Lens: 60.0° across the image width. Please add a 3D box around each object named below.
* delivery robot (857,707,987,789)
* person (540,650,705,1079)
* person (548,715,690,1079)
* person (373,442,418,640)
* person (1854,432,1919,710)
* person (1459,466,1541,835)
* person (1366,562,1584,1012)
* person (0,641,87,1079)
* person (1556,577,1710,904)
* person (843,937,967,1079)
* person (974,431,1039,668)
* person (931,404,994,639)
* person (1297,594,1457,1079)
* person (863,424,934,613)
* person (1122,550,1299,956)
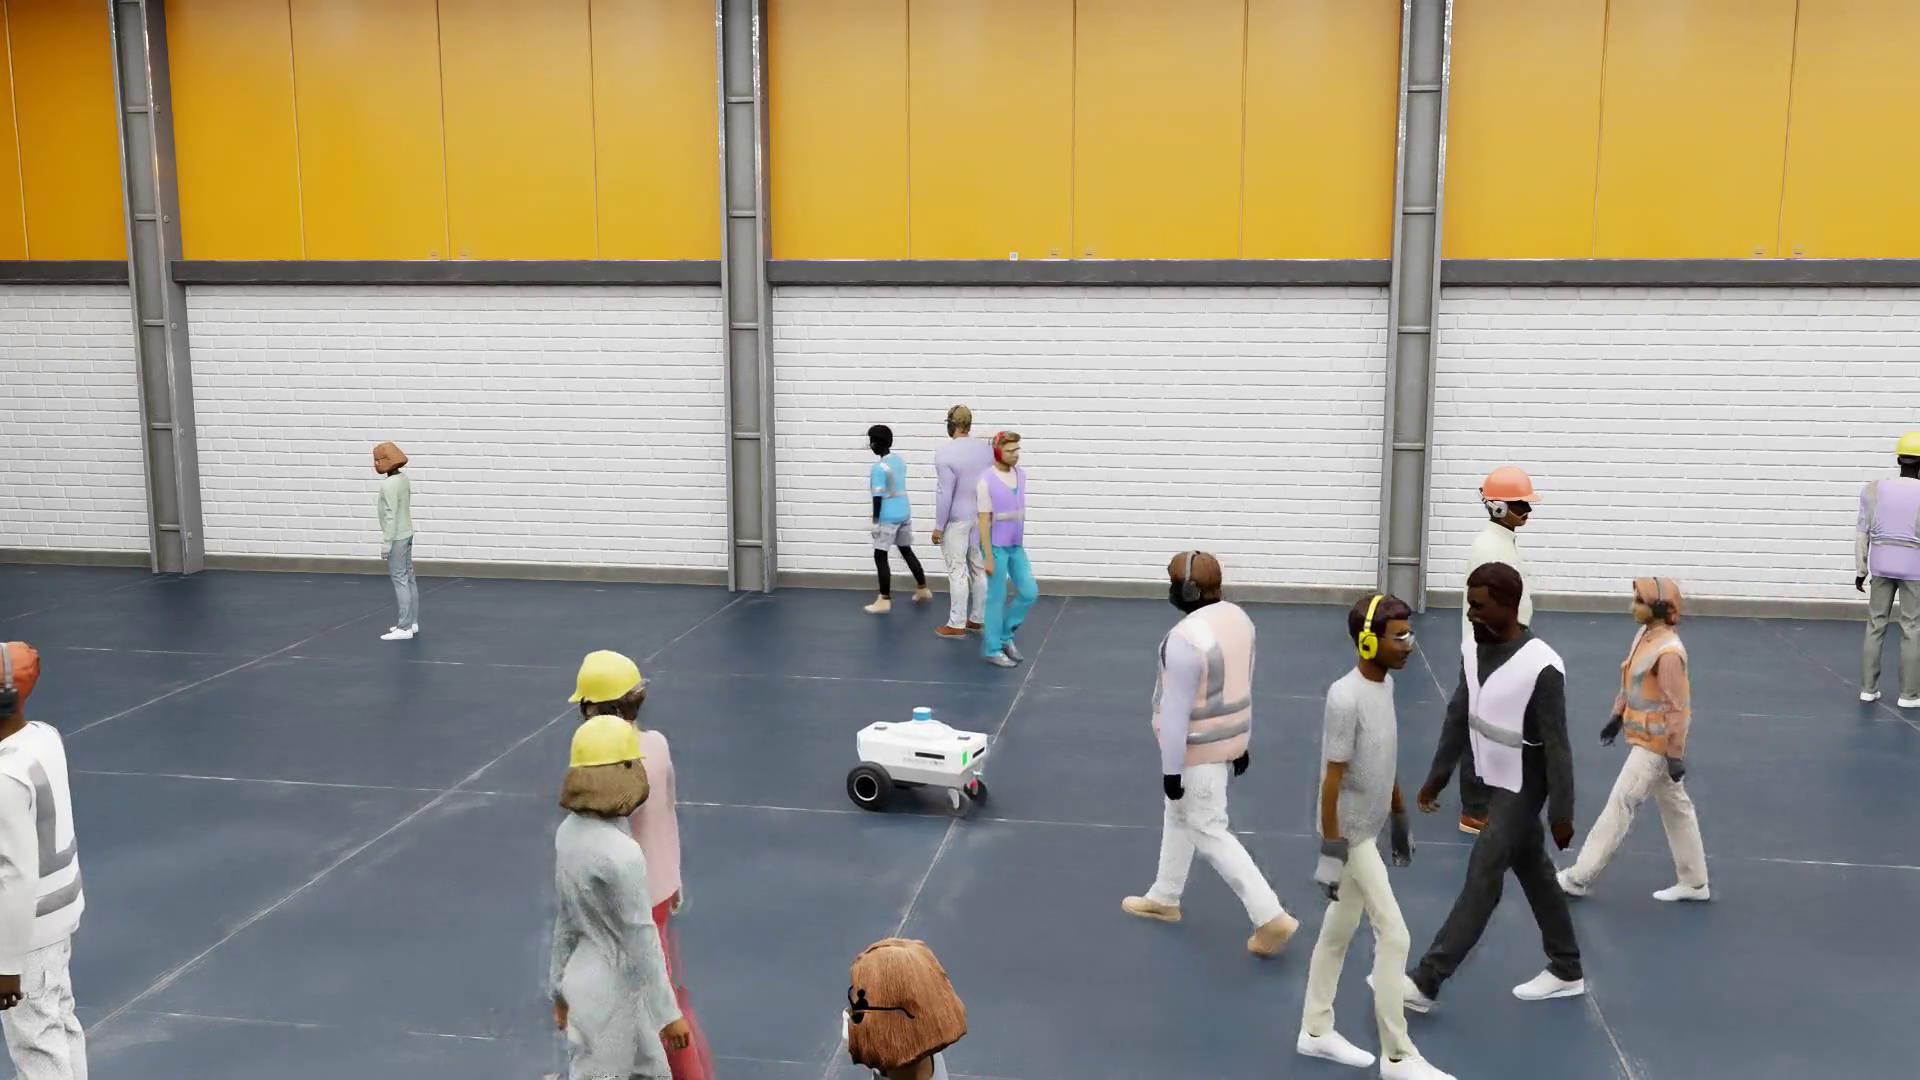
[{"bbox_3d":[-0.213,1.193,9.419,0.707,0.478,0.477,4,10,23],"label":"delivery robot"},{"bbox_3d":[-1.231,1.238,5.787,0.807,1.732,0.540,2,9,10],"label":"person"},{"bbox_3d":[-1.132,1.381,5.014,0.838,1.699,0.502,-4,10,-26],"label":"person"},{"bbox_3d":[-4.658,0.004,13.723,0.281,1.633,0.499,0,9,-3],"label":"person"},{"bbox_3d":[6.545,0.209,11.558,0.377,1.923,0.595,-8,12,-41],"label":"person"},{"bbox_3d":[2.896,0.593,8.979,0.377,1.995,0.608,4,10,26],"label":"person"},{"bbox_3d":[2.144,1.013,6.780,1.049,1.858,0.590,-1,9,-9],"label":"person"},{"bbox_3d":[-2.994,1.243,5.310,0.348,1.884,0.584,-3,10,-20],"label":"person"},{"bbox_3d":[3.217,0.961,7.939,0.854,1.597,0.520,3,10,16],"label":"person"},{"bbox_3d":[-0.131,1.644,3.606,0.285,1.633,0.500,-1,9,-7],"label":"person"},{"bbox_3d":[0.339,0.073,12.684,0.460,1.827,0.605,7,11,36],"label":"person"},{"bbox_3d":[0.012,-0.151,13.738,0.370,1.940,0.627,9,13,43],"label":"person"},{"bbox_3d":[1.618,1.118,6.183,0.768,1.846,0.555,5,10,27],"label":"person"},{"bbox_3d":[-0.557,-0.194,14.814,0.482,1.674,0.722,4,10,25],"label":"person"},{"bbox_3d":[1.140,0.941,7.460,0.907,1.805,0.627,6,11,34],"label":"person"}]
